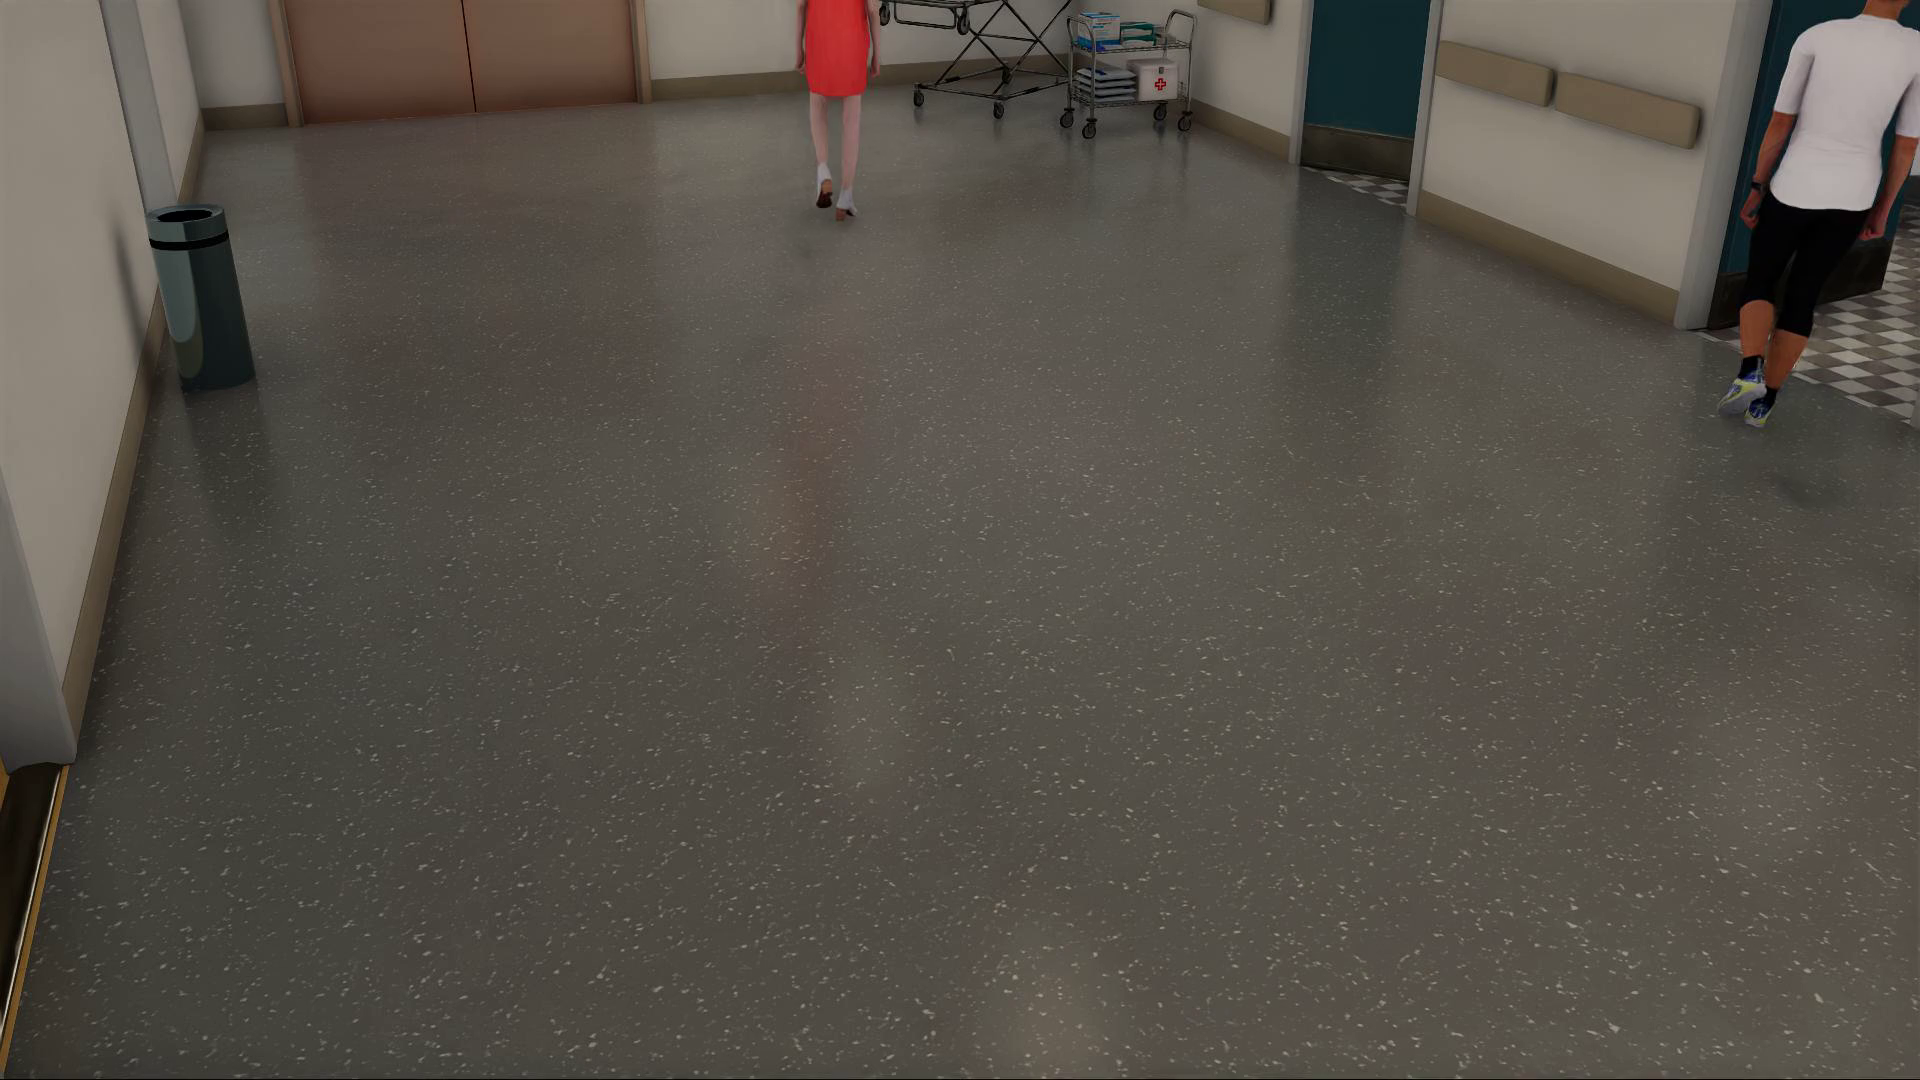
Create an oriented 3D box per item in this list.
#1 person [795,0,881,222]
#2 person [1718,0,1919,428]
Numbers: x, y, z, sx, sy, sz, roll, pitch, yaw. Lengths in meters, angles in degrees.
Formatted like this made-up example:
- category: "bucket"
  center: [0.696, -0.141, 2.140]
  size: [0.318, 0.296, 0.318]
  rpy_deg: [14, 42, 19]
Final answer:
- category: "person"
  center: [-0.680, -2.606, 8.965]
  size: [0.763, 1.815, 0.831]
  rpy_deg: [2, 26, 4]
- category: "person"
  center: [3.188, -1.246, 6.126]
  size: [0.891, 1.831, 0.950]
  rpy_deg: [8, 27, 15]
